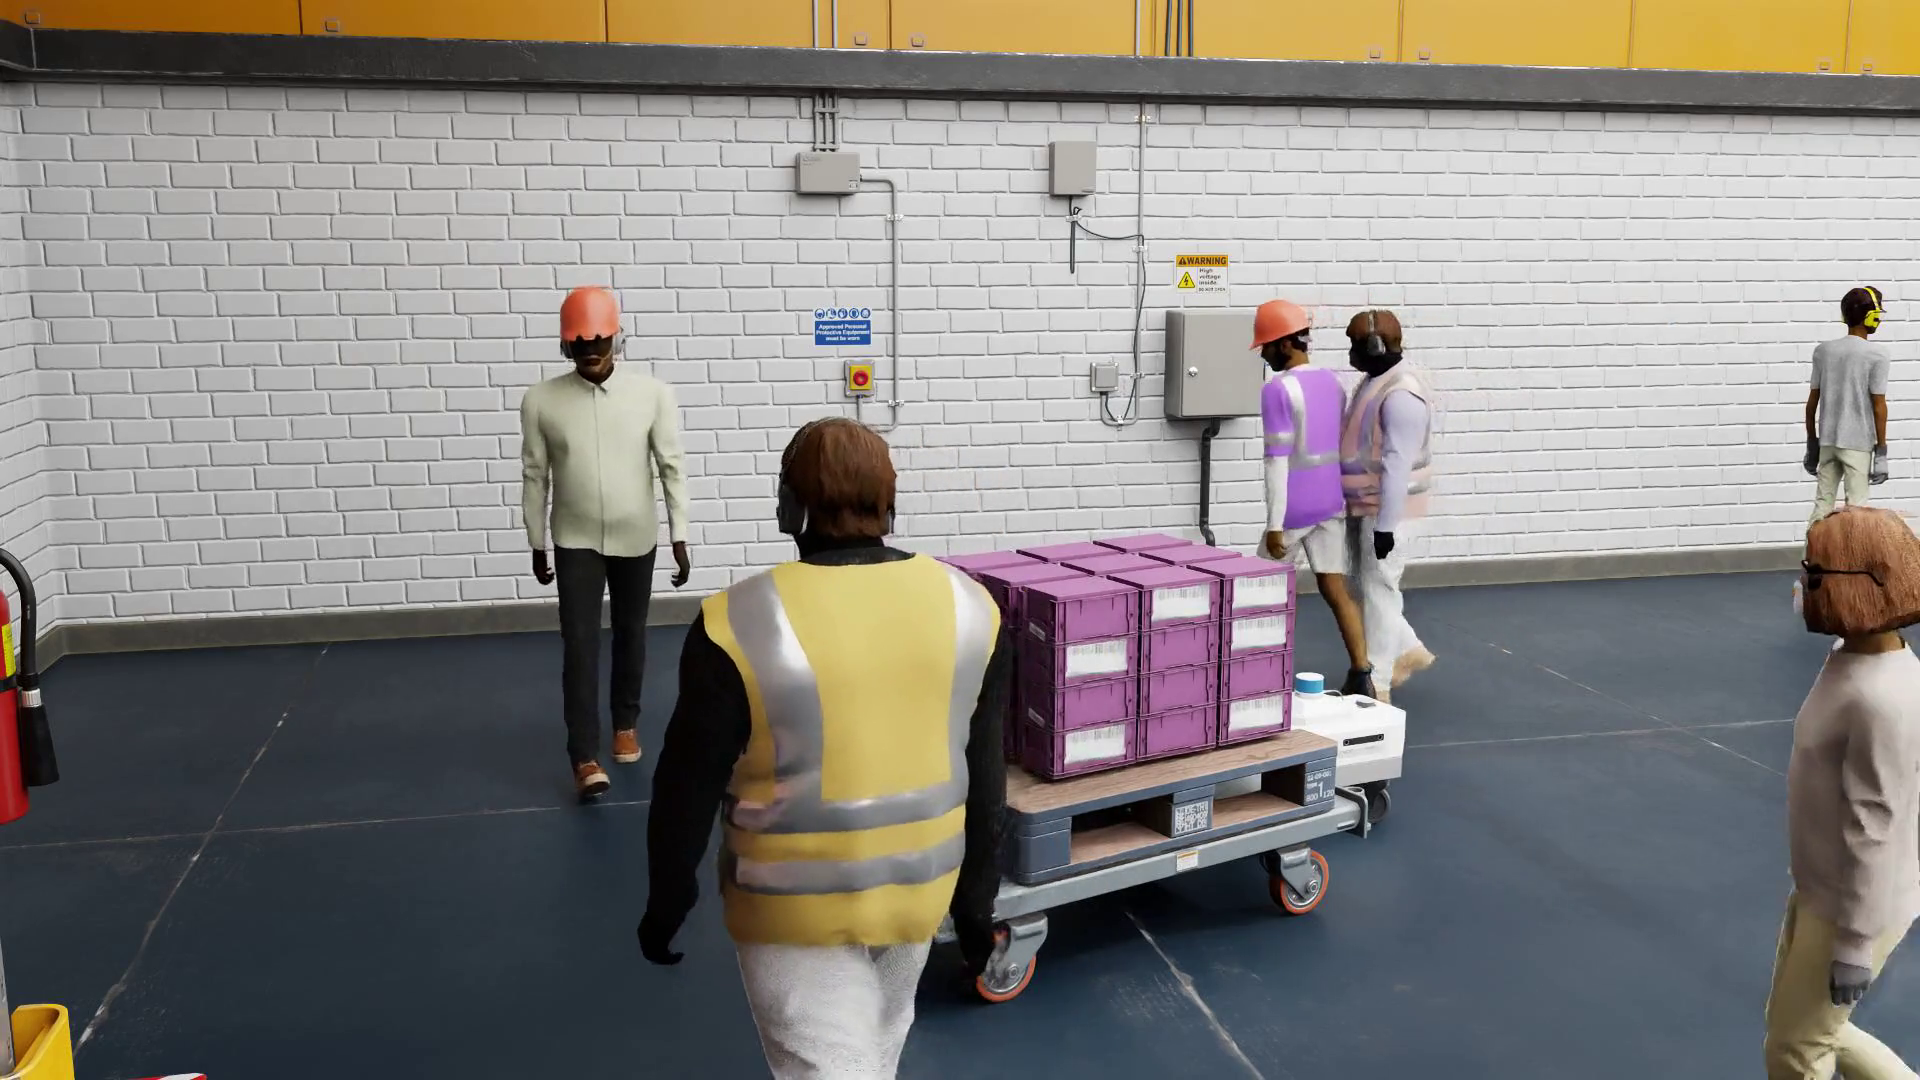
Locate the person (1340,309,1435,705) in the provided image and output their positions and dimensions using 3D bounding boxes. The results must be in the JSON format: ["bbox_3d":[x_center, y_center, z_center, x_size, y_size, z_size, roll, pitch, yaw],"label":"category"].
[{"bbox_3d":[1.920,-0.131,7.579,0.430,1.822,0.692,0,10,1],"label":"person"}]

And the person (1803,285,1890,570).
[{"bbox_3d":[5.111,-0.519,9.577,0.327,1.873,0.520,-4,11,-23],"label":"person"}]

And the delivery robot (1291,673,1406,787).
[{"bbox_3d":[1.267,0.727,6.059,0.707,0.478,0.477,-5,11,-24],"label":"delivery robot"}]

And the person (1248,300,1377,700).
[{"bbox_3d":[1.554,-0.151,7.575,0.557,1.865,0.992,-8,13,-36],"label":"person"}]

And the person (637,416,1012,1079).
[{"bbox_3d":[-0.292,0.662,3.199,0.644,1.799,0.902,-6,12,-31],"label":"person"}]

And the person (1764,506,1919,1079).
[{"bbox_3d":[1.830,0.735,3.340,0.550,1.619,0.504,4,11,20],"label":"person"}]

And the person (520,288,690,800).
[{"bbox_3d":[-1.369,0.004,6.470,0.624,1.935,1.002,-3,11,-16],"label":"person"}]
